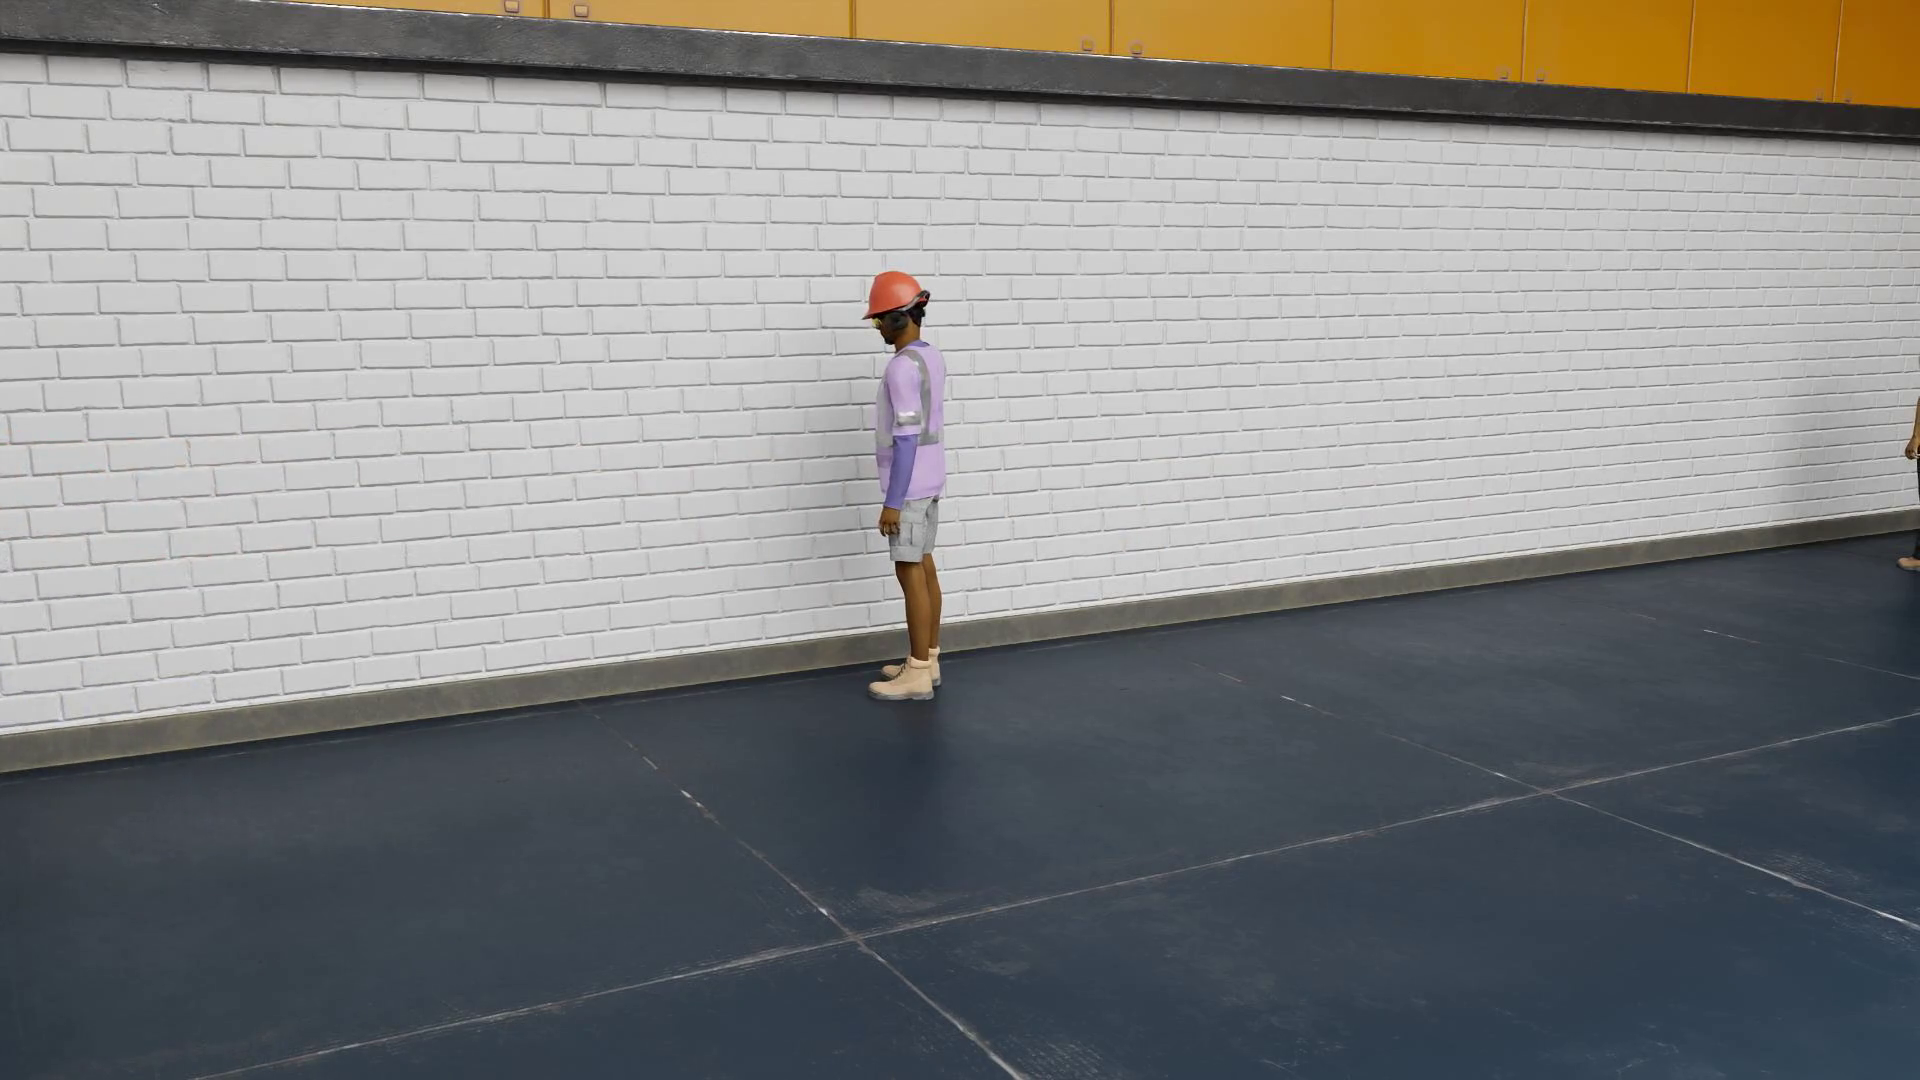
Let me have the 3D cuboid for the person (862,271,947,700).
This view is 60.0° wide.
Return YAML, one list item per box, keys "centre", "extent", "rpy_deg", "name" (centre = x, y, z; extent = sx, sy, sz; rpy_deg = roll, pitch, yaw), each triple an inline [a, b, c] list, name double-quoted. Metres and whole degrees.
- centre: [-0.268, -0.252, 7.917]
  extent: [0.390, 2.034, 0.605]
  rpy_deg: [2, 10, 12]
  name: "person"

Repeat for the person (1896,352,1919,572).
- centre: [6.522, -0.694, 11.005]
  extent: [0.515, 1.842, 0.327]
  rpy_deg: [-2, 10, -9]
  name: "person"
